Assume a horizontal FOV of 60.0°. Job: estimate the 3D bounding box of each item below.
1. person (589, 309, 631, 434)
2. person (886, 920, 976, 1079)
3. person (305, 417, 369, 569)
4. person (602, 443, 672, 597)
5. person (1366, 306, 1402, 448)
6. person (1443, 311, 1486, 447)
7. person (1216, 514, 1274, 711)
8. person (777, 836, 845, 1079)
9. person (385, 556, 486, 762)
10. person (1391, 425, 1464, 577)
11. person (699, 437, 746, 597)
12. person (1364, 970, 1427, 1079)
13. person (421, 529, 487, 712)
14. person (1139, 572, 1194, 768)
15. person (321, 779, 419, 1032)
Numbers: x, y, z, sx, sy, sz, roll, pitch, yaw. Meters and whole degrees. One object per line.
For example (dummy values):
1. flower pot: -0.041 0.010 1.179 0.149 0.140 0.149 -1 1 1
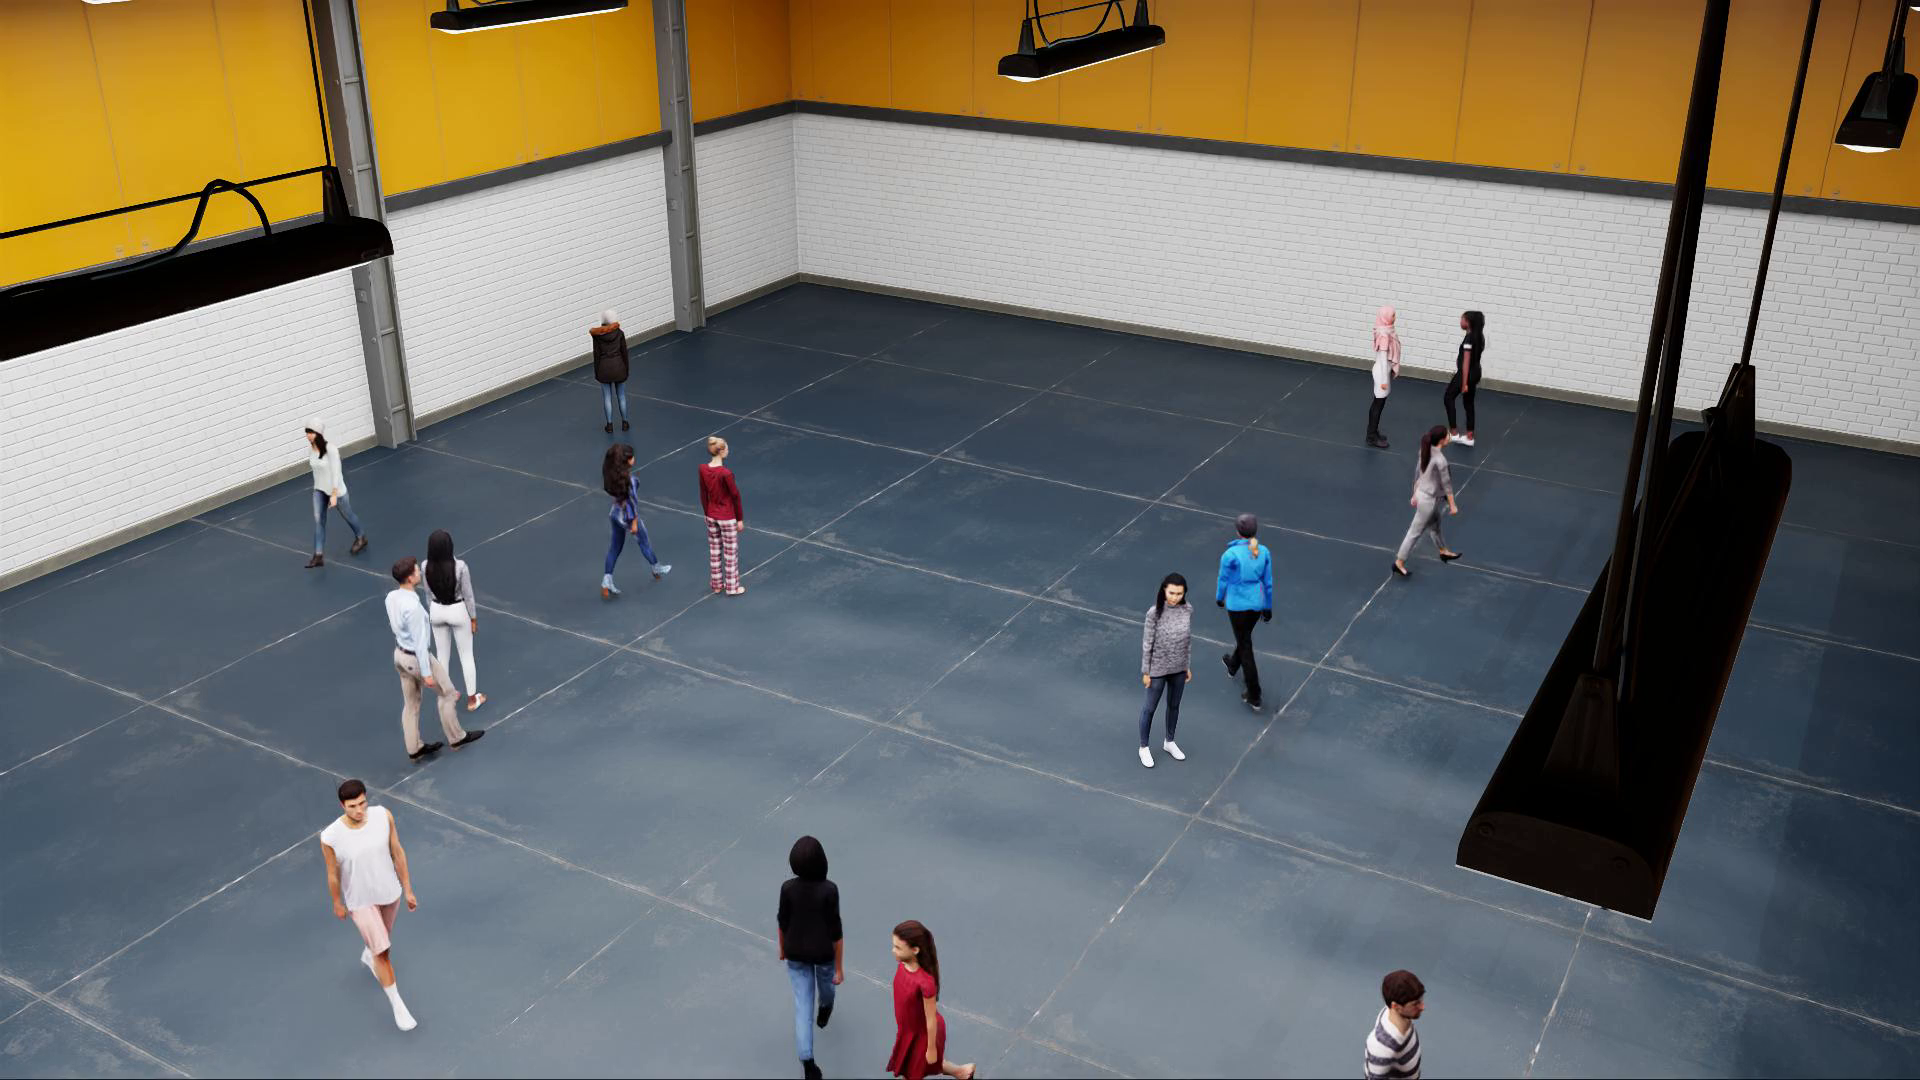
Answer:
1. person: -4.493 -2.190 21.459 0.740 1.628 0.806 -7 25 -17
2. person: -0.181 2.901 9.932 1.022 1.532 0.828 -15 28 -30
3. person: -6.639 -0.538 17.713 0.721 1.602 1.138 8 25 17
4. person: -3.471 -0.169 16.903 1.131 1.573 0.799 -22 32 -40
5. person: 5.321 -2.075 20.976 0.771 1.803 0.652 4 24 9
6. person: 6.477 -2.017 20.948 0.722 1.720 0.638 14 27 29
7. person: 2.566 0.671 14.741 1.085 1.767 1.118 -7 24 -15
8. person: -0.924 2.663 10.336 0.981 1.646 1.217 0 24 -1
9. person: -4.591 1.036 13.837 0.774 1.823 0.951 20 30 38
10. person: 4.780 -0.356 17.272 1.129 1.622 1.109 -4 24 -10
11. person: -2.423 -0.250 16.923 0.610 1.707 0.485 13 27 27
12. person: 2.306 3.112 9.049 0.718 1.853 0.475 11 26 24
13. person: -4.507 0.701 14.726 0.666 1.725 0.656 2 24 5
14. person: 1.730 1.050 13.916 0.664 1.733 0.746 -9 25 -19
15. person: -3.926 2.306 11.040 1.178 1.735 0.936 -19 30 -37
